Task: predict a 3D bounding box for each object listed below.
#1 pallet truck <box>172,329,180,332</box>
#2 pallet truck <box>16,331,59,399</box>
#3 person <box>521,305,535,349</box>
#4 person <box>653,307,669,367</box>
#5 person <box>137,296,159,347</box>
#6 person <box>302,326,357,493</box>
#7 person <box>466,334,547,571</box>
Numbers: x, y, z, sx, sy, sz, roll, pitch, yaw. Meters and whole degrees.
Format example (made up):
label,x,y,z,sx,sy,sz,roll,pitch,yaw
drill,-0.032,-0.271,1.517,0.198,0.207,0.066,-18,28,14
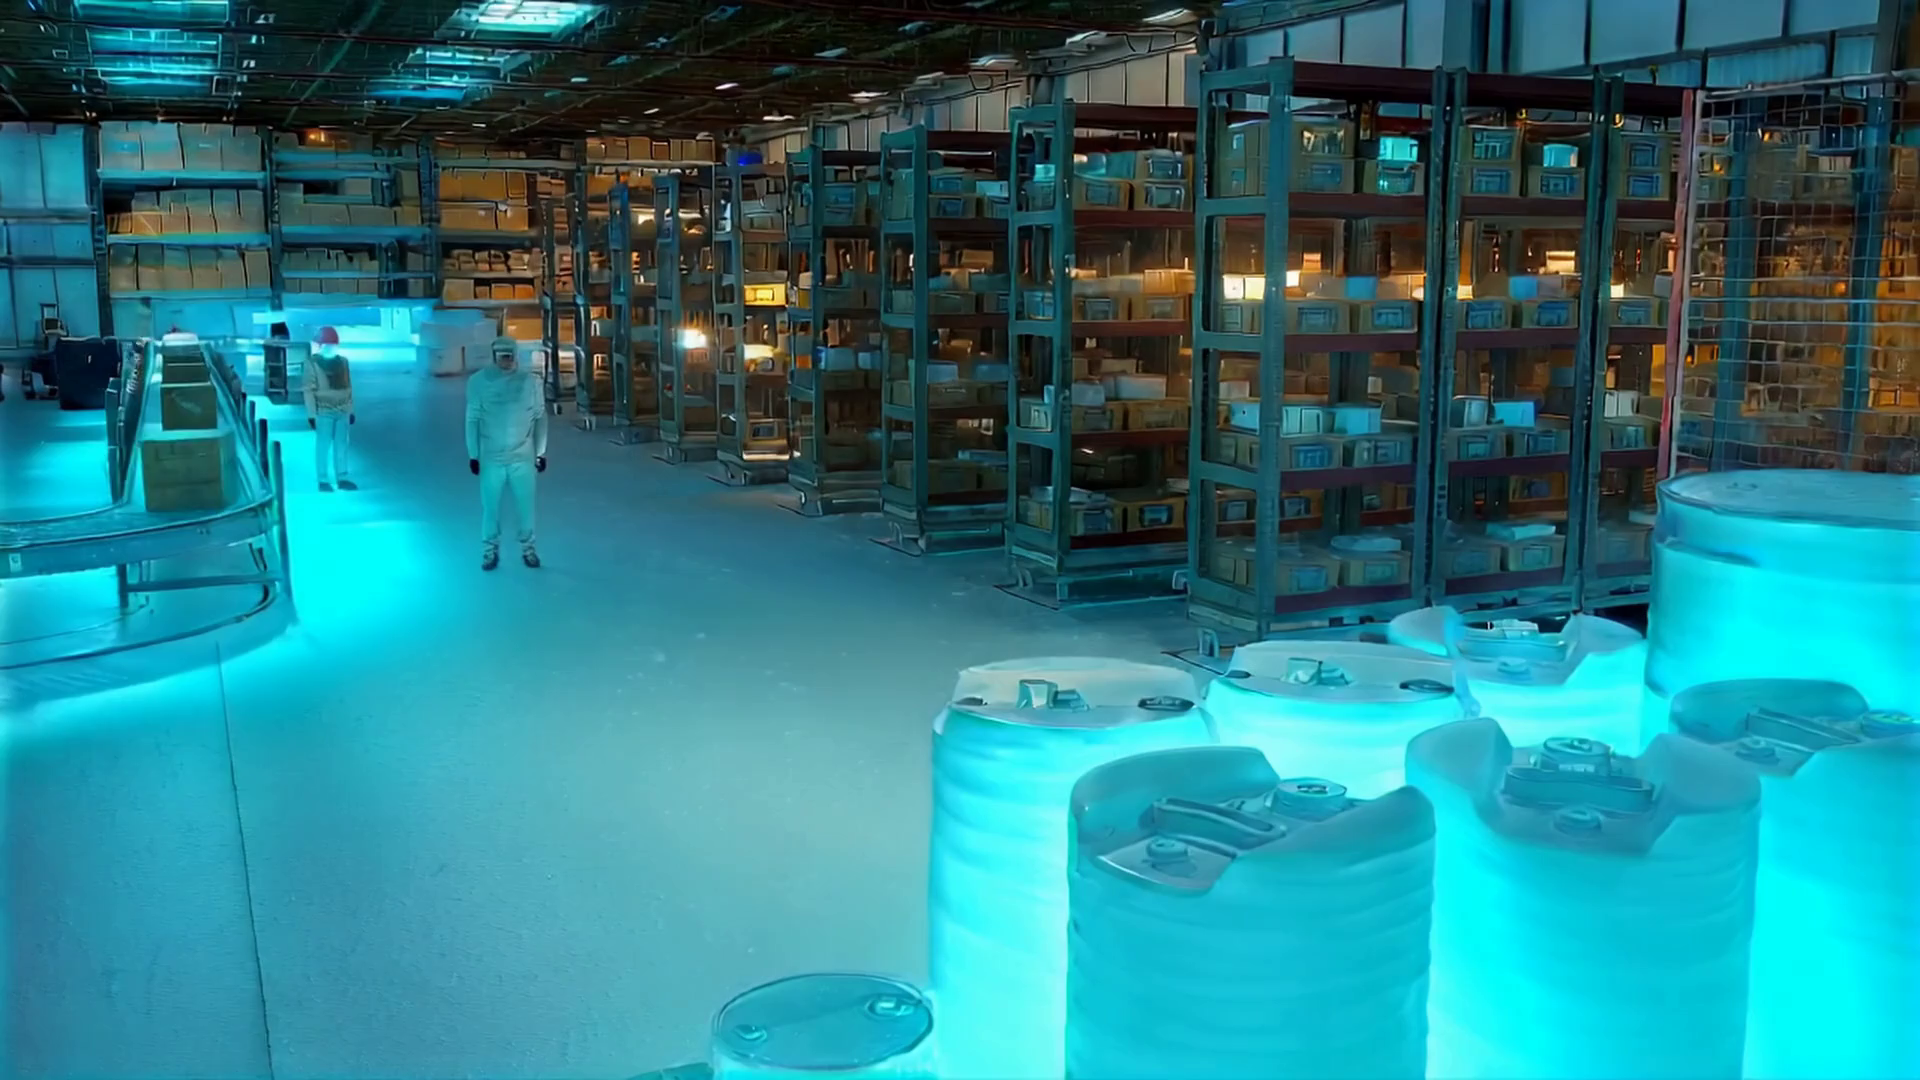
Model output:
label,x,y,z,sx,sy,sz,roll,pitch,yaw
pallet truck,-17.275,-3.851,35.096,1.601,1.201,0.680,0,9,1
pallet truck,-17.082,-3.353,31.781,1.630,1.274,0.653,-4,10,-25
person,-13.205,-6.672,50.745,0.564,1.824,0.641,-9,13,-44
person,-6.198,-4.053,34.036,0.725,1.967,0.656,-5,11,-29
person,-18.165,-4.525,37.268,1.046,1.882,0.645,-1,9,-7
person,-6.912,-1.437,18.274,0.403,1.825,0.604,5,10,29
person,-3.667,-0.709,13.497,0.642,1.909,0.410,-3,10,-19
